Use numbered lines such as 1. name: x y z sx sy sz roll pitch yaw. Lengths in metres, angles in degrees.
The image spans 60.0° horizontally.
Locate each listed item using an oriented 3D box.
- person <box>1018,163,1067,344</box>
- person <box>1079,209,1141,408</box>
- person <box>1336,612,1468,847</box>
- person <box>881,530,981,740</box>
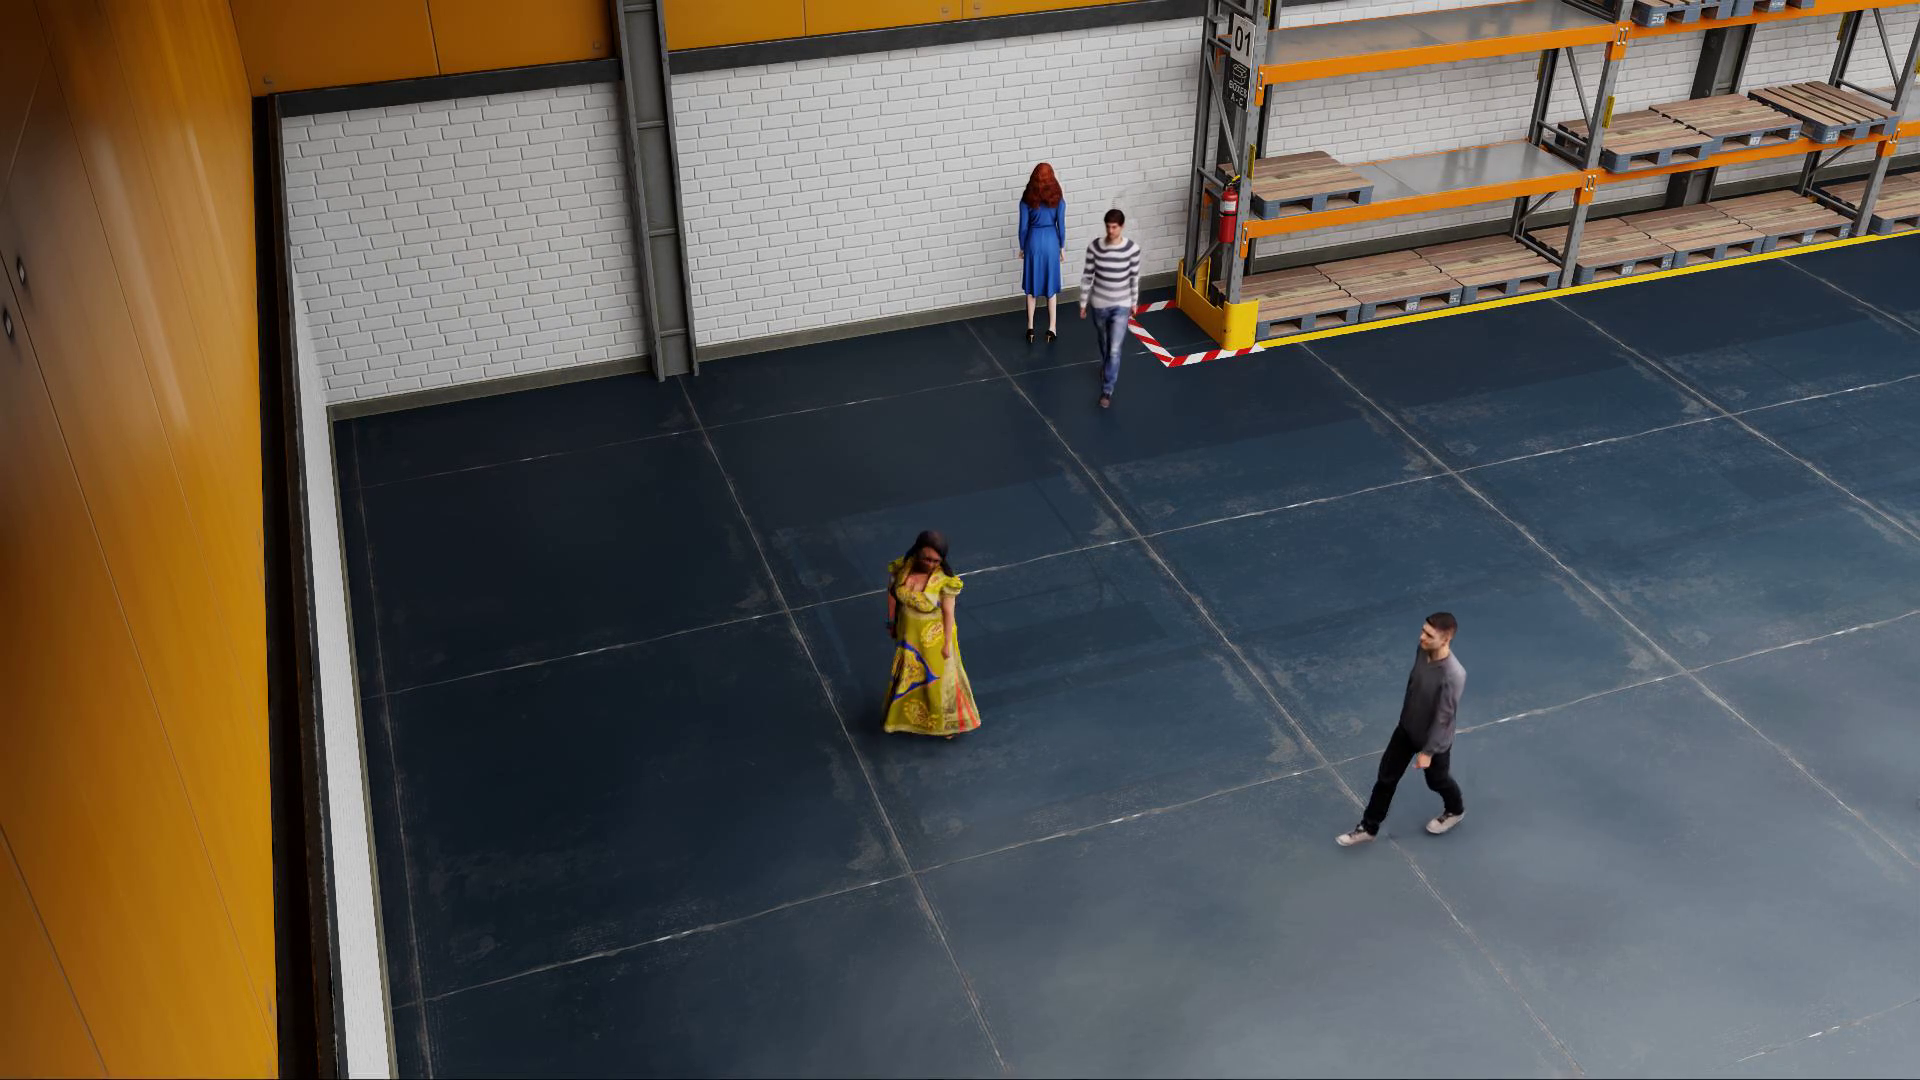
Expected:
1. person: 0.791 -2.777 16.180 0.665 1.827 0.765 4 34 6
2. person: 1.404 -2.213 15.357 1.229 1.798 1.188 9 35 14
3. person: 2.954 1.196 10.296 1.133 1.724 0.658 -13 36 -18
4. person: -0.264 0.625 11.225 1.021 1.645 1.076 27 42 34
